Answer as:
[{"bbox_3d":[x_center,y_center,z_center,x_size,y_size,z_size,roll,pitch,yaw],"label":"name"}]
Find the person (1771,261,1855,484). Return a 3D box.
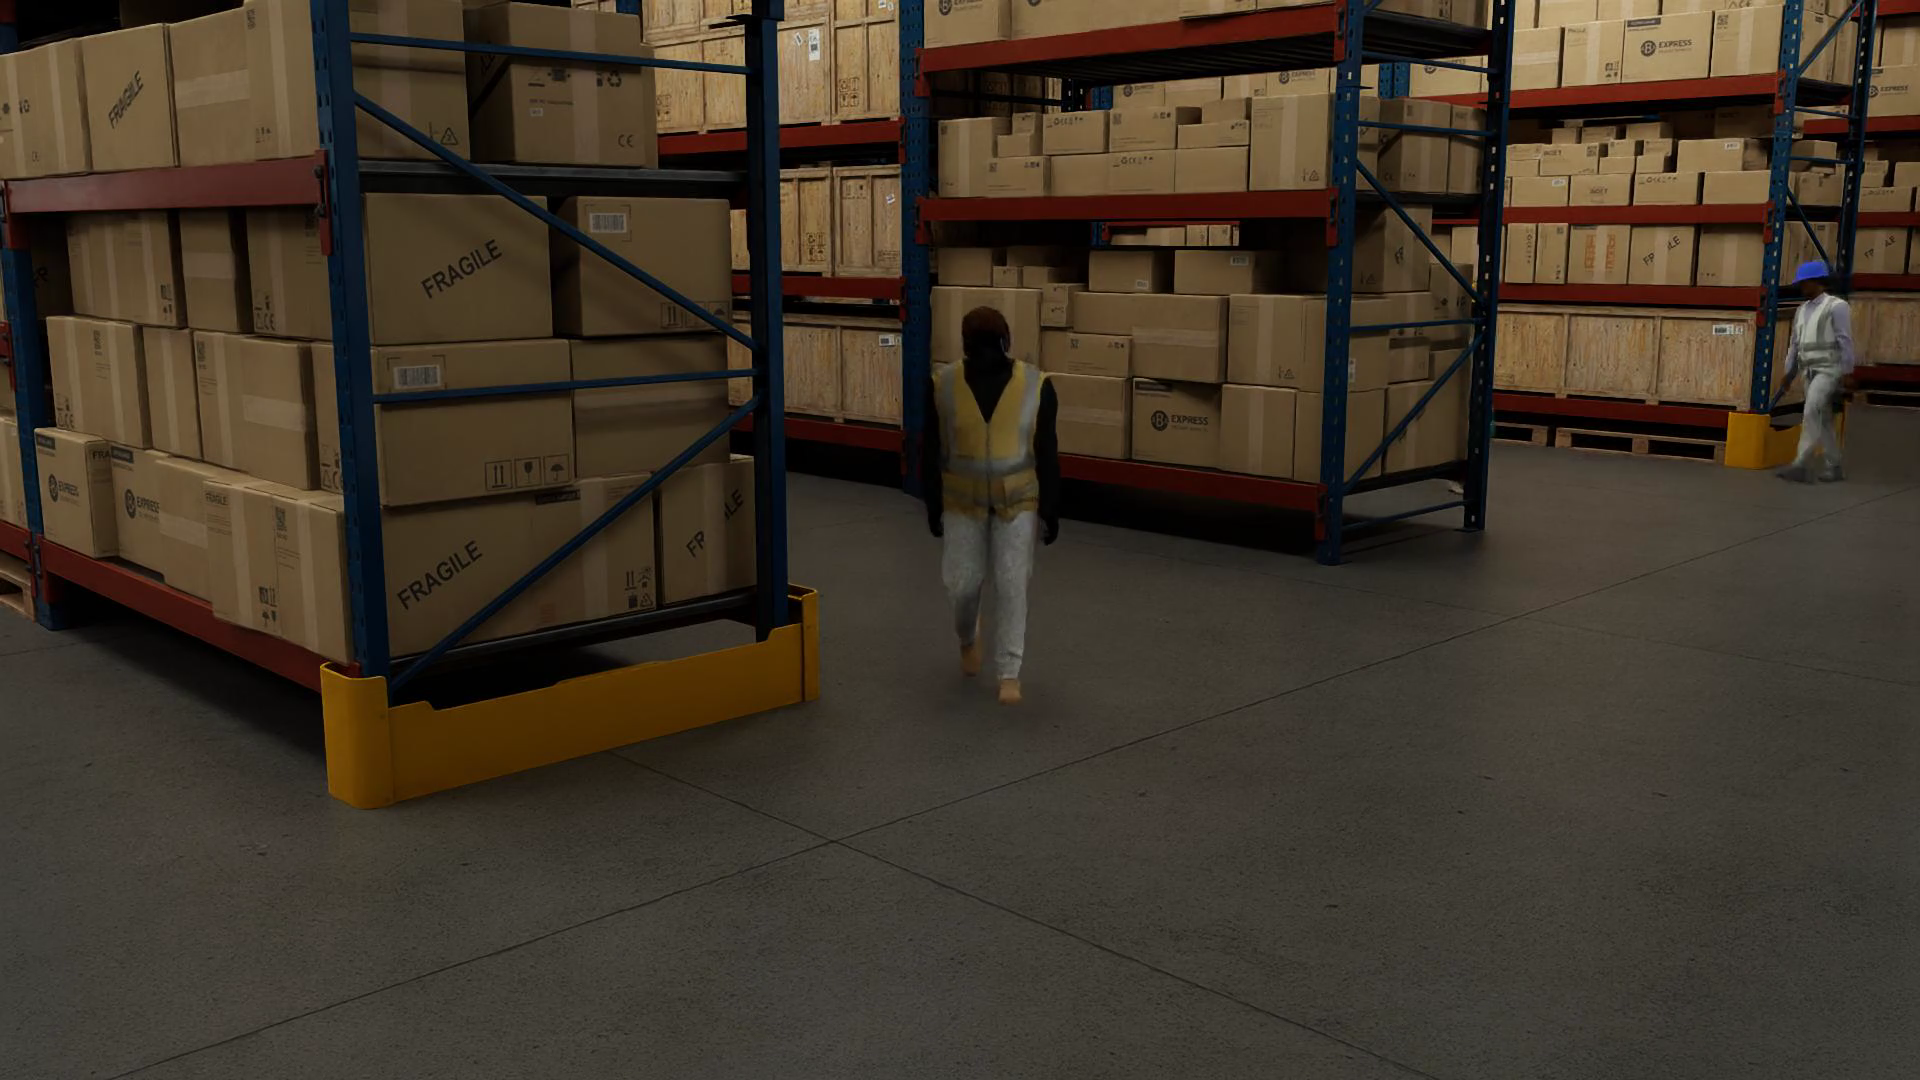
[{"bbox_3d":[7.339,-1.442,14.389,0.867,1.899,0.630,-1,10,-8],"label":"person"}]

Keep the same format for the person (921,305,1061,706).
[{"bbox_3d":[0.143,-0.161,7.638,0.642,1.826,0.505,0,10,3],"label":"person"}]

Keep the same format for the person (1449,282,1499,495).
[{"bbox_3d":[4.185,-1.232,13.665,0.528,1.755,0.370,-2,11,-12],"label":"person"}]

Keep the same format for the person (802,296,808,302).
[{"bbox_3d":[-2.292,-2.821,22.179,0.601,1.800,0.871,-8,13,-39],"label":"person"}]
